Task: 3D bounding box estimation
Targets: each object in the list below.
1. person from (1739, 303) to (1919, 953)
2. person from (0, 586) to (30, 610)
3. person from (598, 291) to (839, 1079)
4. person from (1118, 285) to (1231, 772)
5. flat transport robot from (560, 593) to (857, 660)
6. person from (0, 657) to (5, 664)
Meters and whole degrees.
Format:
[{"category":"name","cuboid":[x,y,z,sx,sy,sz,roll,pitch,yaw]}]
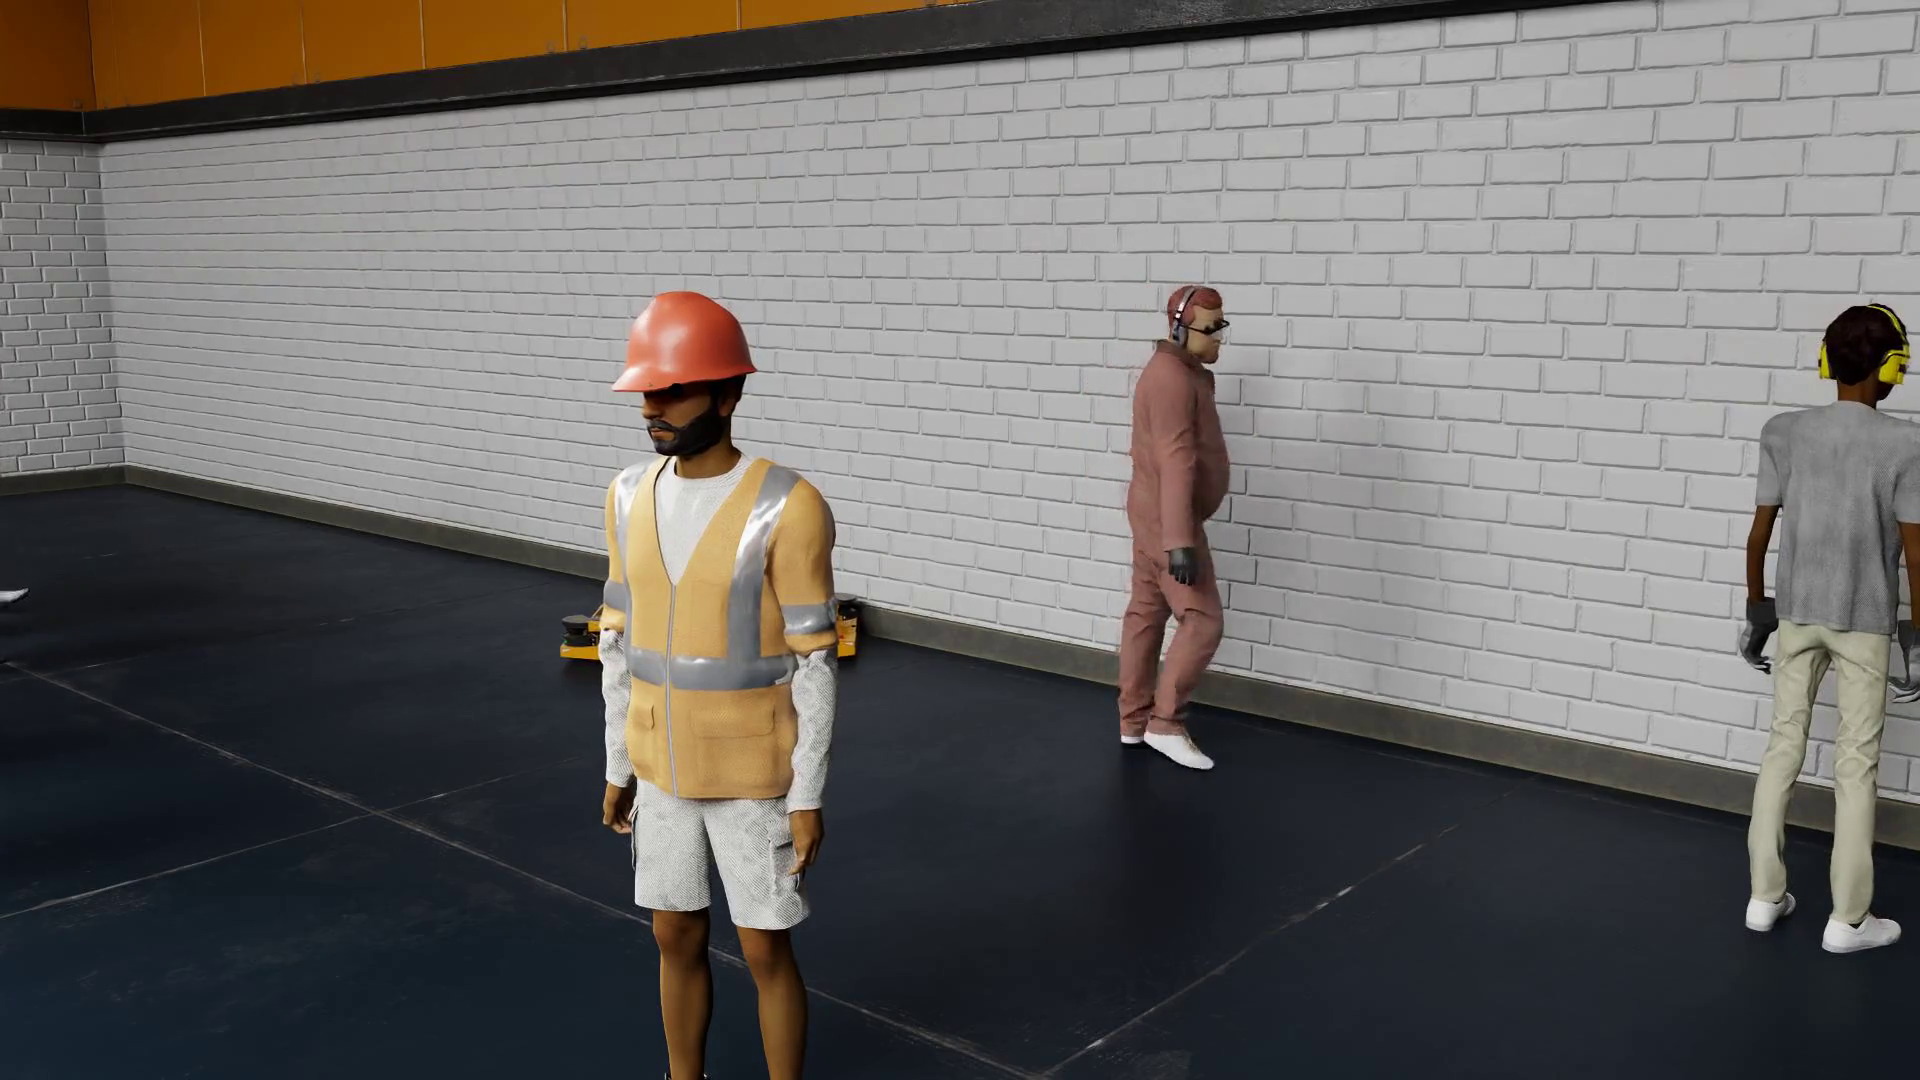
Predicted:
[{"category":"person","cuboid":[2.538,0.256,4.826,0.309,1.864,0.535,-8,13,-39]},{"category":"person","cuboid":[-5.600,-0.336,8.959,0.872,1.585,0.543,-2,10,-10]},{"category":"person","cuboid":[-0.523,0.466,3.424,0.551,1.935,0.371,5,11,26]},{"category":"person","cuboid":[0.835,-0.040,6.469,0.459,1.879,0.743,1,10,4]},{"category":"flat transport robot","cuboid":[-1.239,0.425,8.397,1.431,0.197,0.652,0,10,-3]},{"category":"person","cuboid":[-4.769,-0.222,7.820,0.304,1.772,0.525,-3,10,-17]}]
